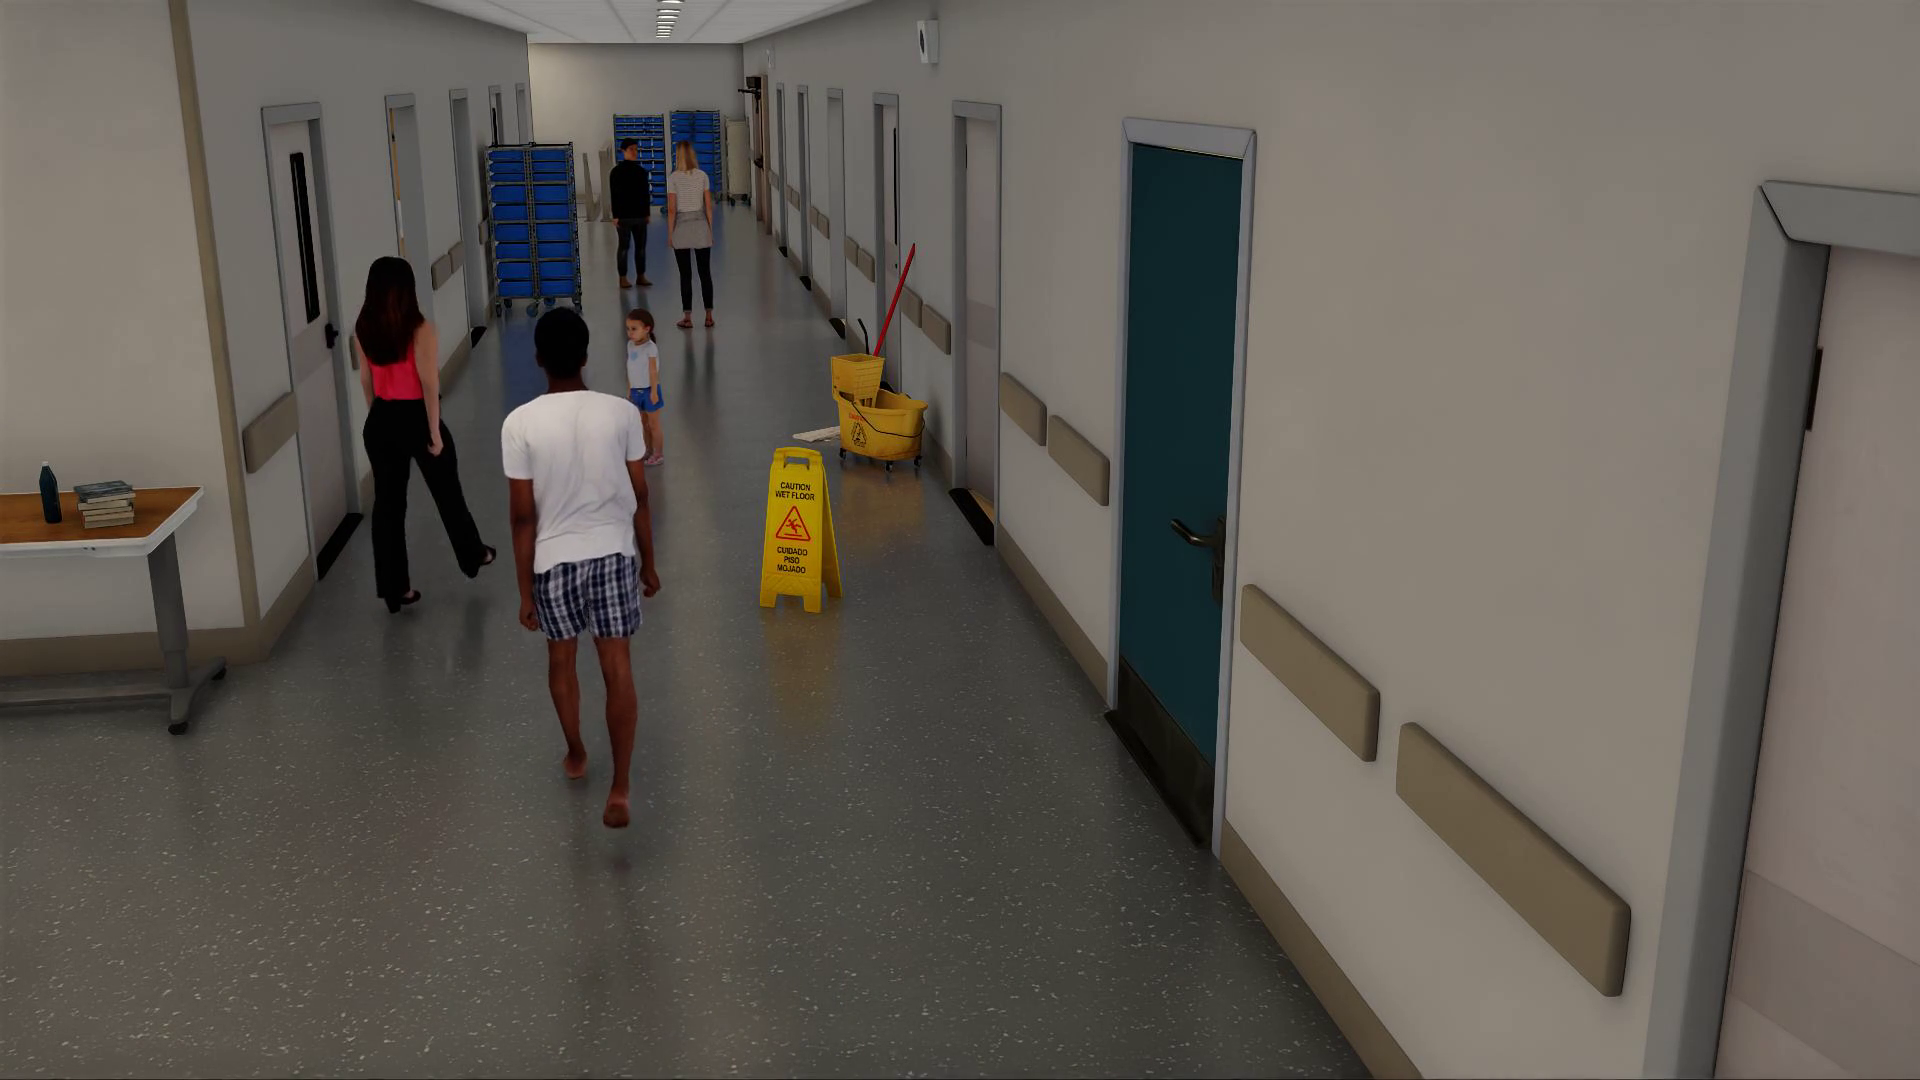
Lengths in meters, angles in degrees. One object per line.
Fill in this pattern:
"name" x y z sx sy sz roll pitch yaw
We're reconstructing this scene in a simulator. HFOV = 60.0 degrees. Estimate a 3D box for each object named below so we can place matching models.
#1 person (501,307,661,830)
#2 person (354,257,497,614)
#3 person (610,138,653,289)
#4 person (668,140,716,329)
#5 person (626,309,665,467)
"person" -1.233 0.126 5.507 0.722 1.700 1.136 -4 16 -15
"person" -2.599 -0.457 7.713 0.851 1.625 1.099 4 16 12
"person" -3.882 -3.854 19.584 0.725 1.721 0.711 -12 20 -36
"person" -2.652 -3.022 16.442 0.640 1.824 0.586 -6 17 -20
"person" -2.022 -0.988 10.717 0.473 1.016 0.541 13 20 39
